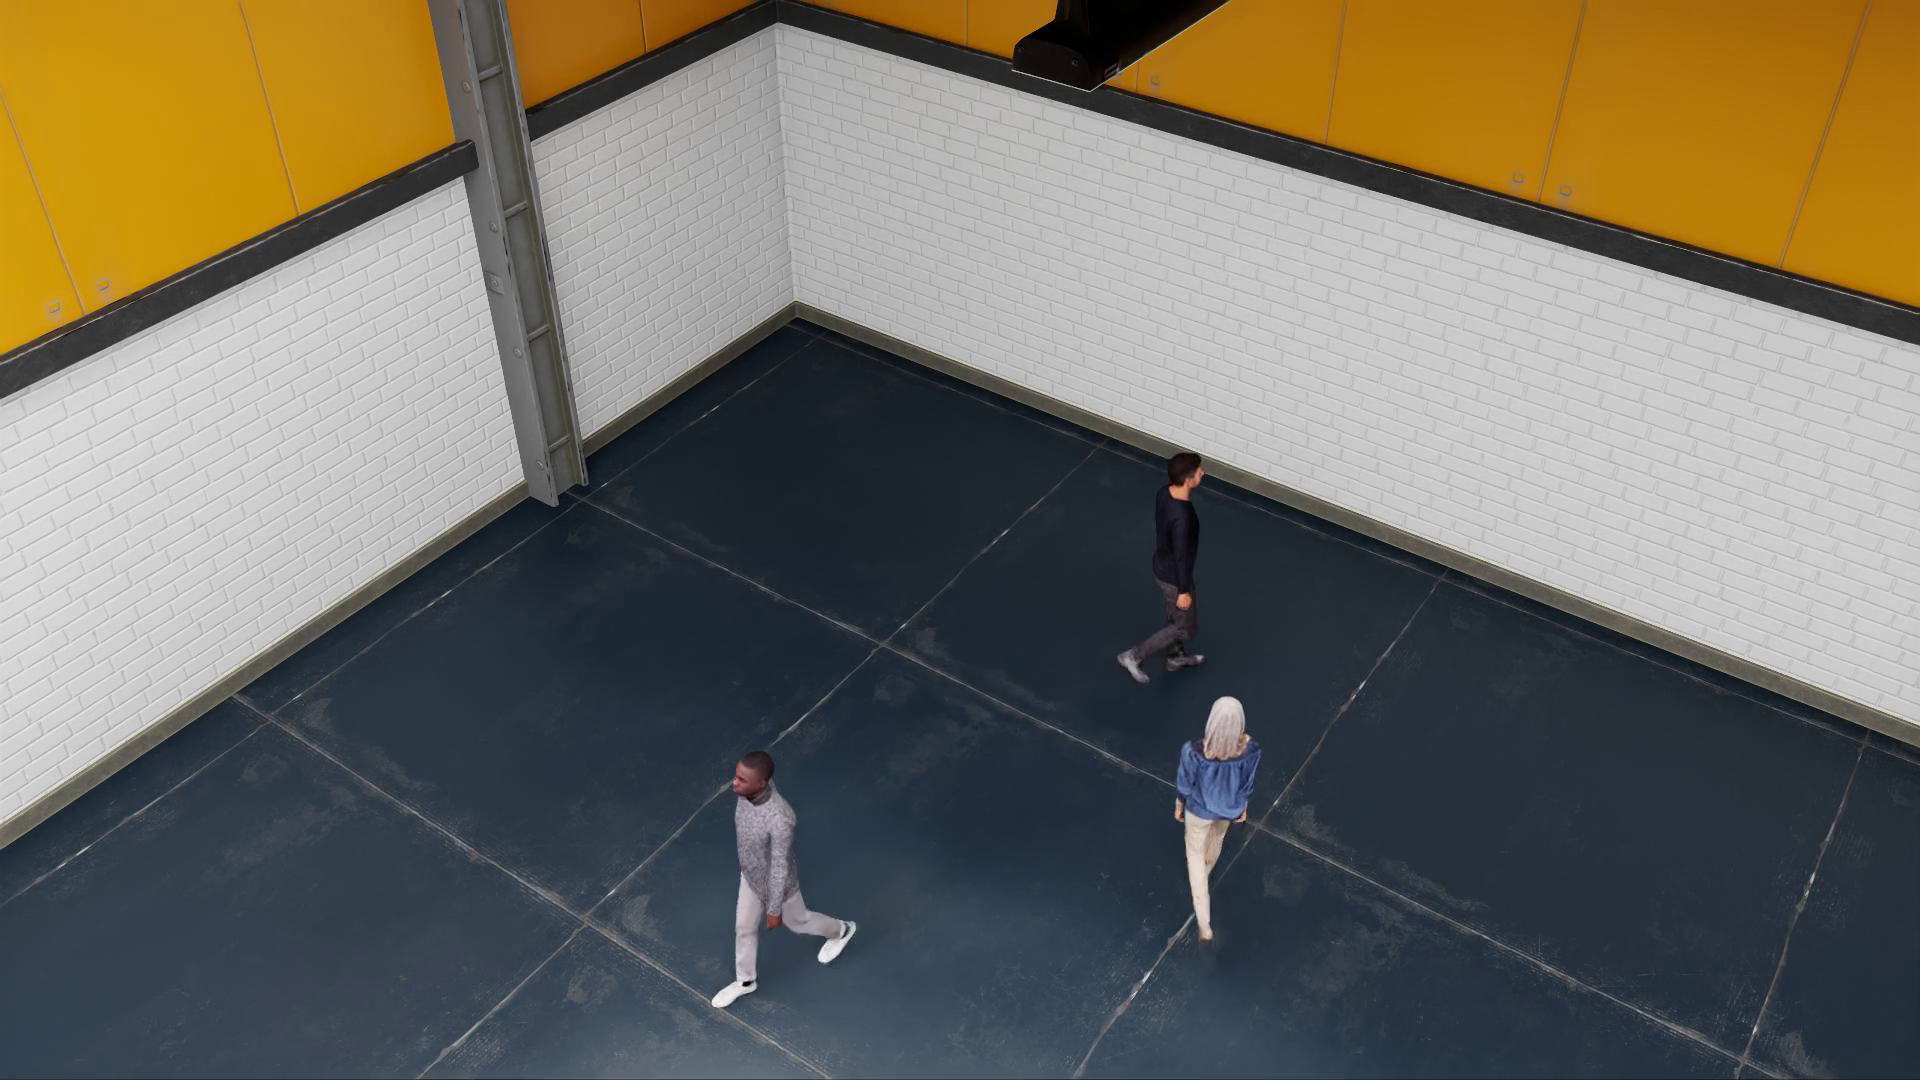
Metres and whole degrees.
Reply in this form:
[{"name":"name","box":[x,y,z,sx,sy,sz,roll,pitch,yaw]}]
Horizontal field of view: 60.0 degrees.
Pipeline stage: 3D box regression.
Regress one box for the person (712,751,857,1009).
[{"name":"person","box":[-0.947,1.824,9.142,1.242,1.813,0.930,-26,45,-29]}]

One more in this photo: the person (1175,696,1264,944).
[{"name":"person","box":[1.465,1.600,9.532,1.019,1.675,1.121,-3,39,-4]}]

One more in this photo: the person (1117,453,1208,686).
[{"name":"person","box":[1.380,0.236,11.095,1.037,1.857,0.994,-4,39,-5]}]
